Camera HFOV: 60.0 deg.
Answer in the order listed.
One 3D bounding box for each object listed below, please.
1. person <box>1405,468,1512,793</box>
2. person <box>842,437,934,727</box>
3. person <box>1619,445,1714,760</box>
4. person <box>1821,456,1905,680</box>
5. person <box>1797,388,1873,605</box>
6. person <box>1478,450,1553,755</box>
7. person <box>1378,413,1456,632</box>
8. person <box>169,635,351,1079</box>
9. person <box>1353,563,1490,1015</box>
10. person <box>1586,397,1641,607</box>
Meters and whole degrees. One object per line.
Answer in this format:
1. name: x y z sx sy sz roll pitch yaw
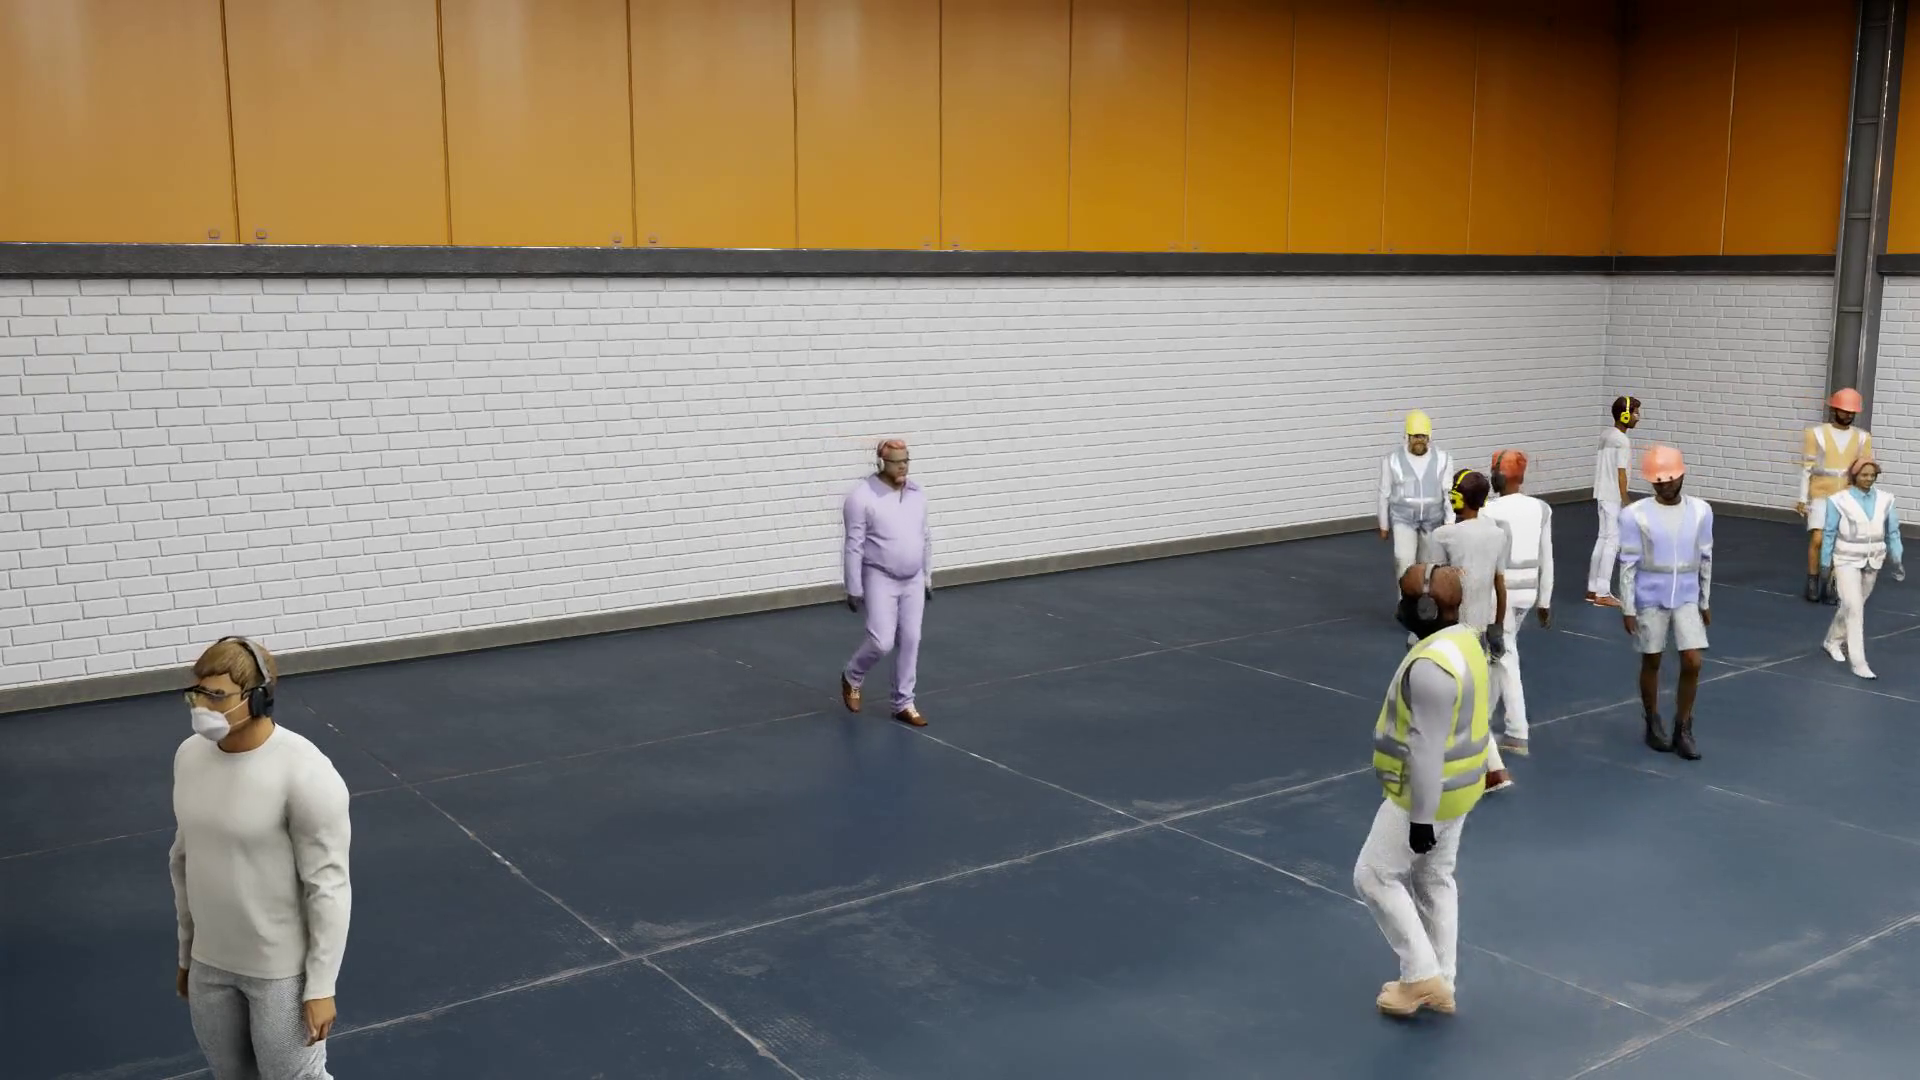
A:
1. person: 2.893 0.507 9.546 0.519 1.839 0.946 -4 10 -25
2. person: -0.467 0.265 10.820 0.653 1.893 0.536 -8 12 -39
3. person: 4.275 0.381 10.042 0.579 1.906 0.653 1 9 5
4. person: 6.630 0.170 12.295 0.520 1.599 0.847 -1 9 -4
5. person: 7.709 -0.373 14.628 0.581 1.925 0.438 2 9 10
6. person: 3.317 0.357 10.379 0.600 1.845 0.889 -5 10 -27
7. person: 3.775 -0.150 13.687 0.602 1.775 0.960 1 9 4
8. person: -2.013 1.221 4.769 0.627 1.940 0.372 4 10 25
9. person: 1.821 0.991 6.537 0.464 1.823 0.651 5 10 28
10. person: 5.756 -0.334 14.641 0.330 1.853 0.522 0 9 0
